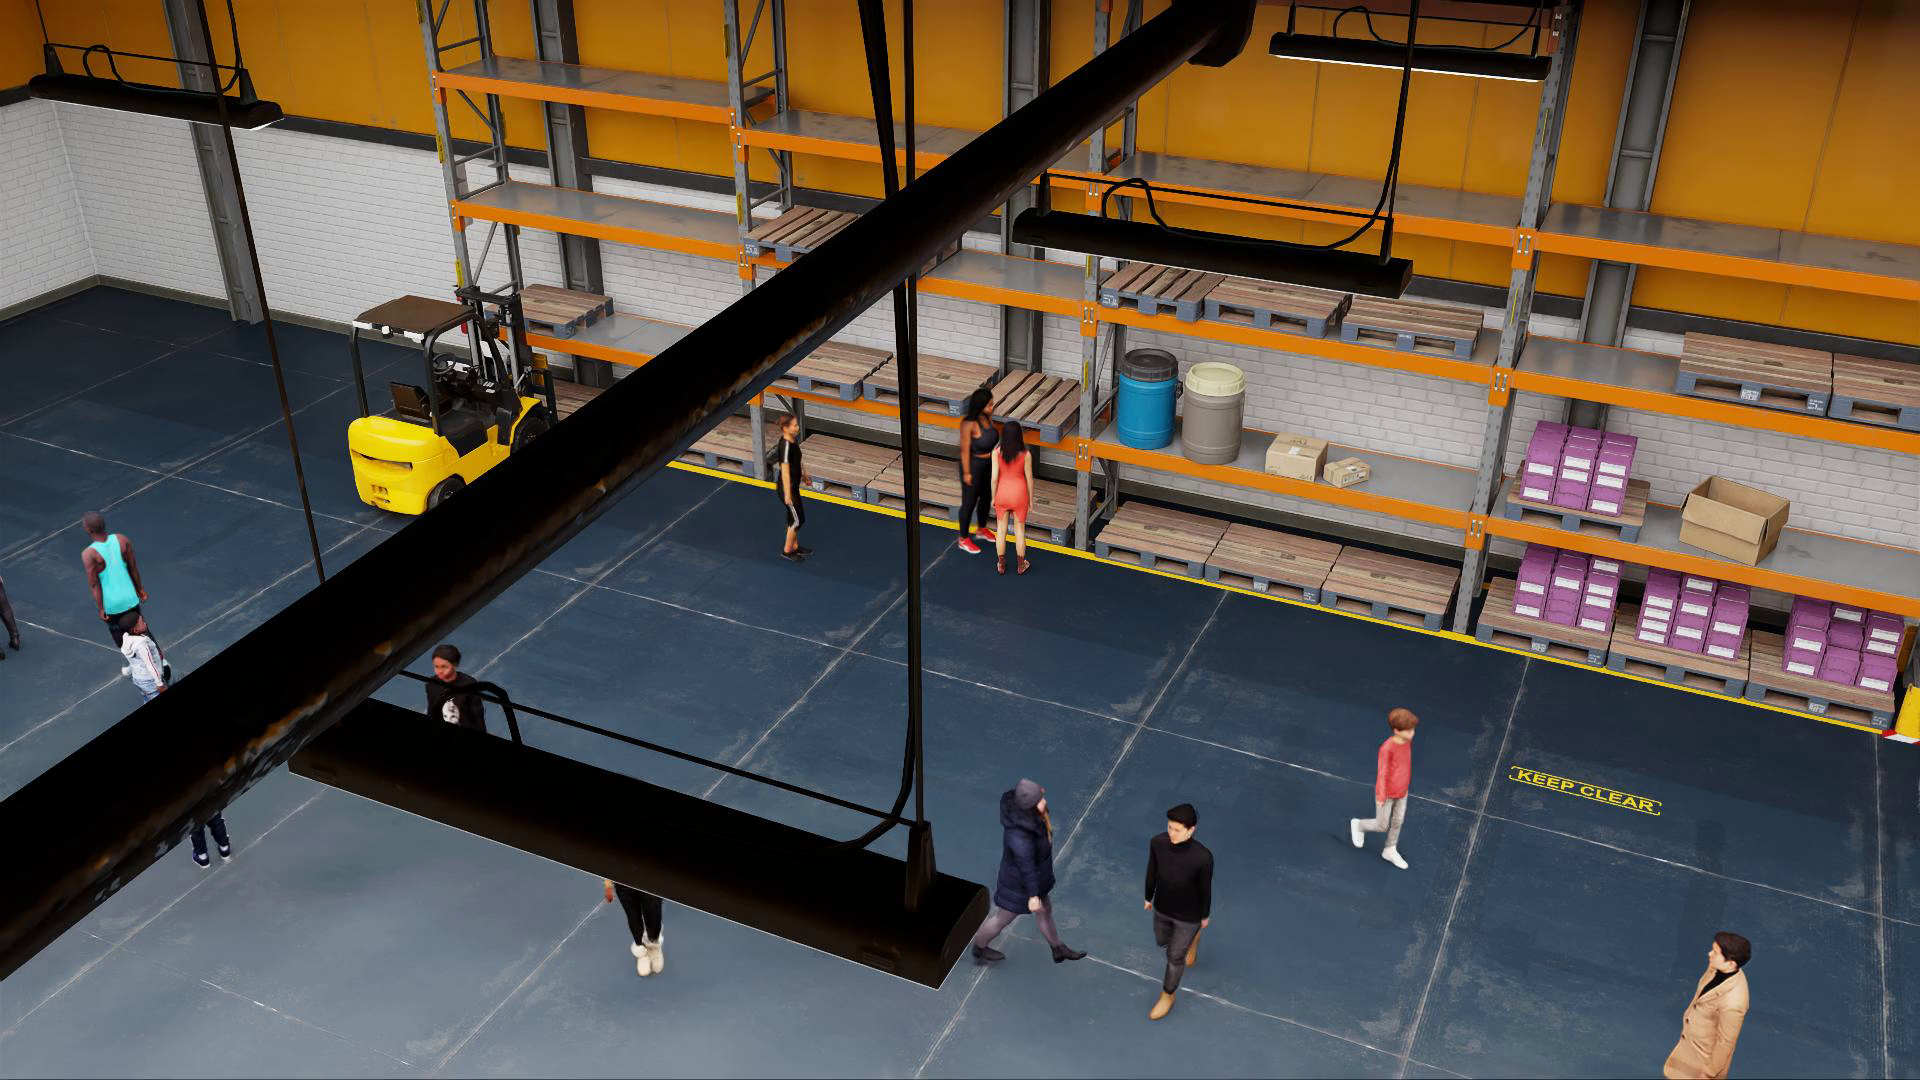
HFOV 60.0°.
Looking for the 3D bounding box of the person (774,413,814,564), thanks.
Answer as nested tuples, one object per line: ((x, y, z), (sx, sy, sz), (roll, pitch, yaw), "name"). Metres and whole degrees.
((-1.830, -0.562, 17.352), (0.712, 1.660, 0.698), (0, 29, 0), "person")

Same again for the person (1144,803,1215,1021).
((1.566, 2.520, 11.660), (0.993, 1.701, 0.864), (22, 35, 34), "person")

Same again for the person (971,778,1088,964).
((0.374, 2.426, 11.907), (1.177, 1.629, 0.904), (3, 29, 5), "person")

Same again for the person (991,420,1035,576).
((0.526, -0.433, 17.056), (0.543, 1.719, 0.704), (4, 29, 7), "person")

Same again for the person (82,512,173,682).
((-7.600, 0.583, 15.121), (1.029, 1.787, 0.740), (18, 34, 30), "person")

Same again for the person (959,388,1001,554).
((0.190, -0.769, 17.572), (0.712, 1.813, 0.739), (22, 36, 35), "person")

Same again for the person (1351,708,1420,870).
((3.347, 1.920, 13.063), (0.715, 1.411, 0.836), (-20, 34, -32), "person")

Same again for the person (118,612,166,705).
((-7.127, 1.179, 14.577), (0.500, 1.261, 0.592), (23, 36, 35), "person")

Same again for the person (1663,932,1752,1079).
((4.712, 3.160, 10.460), (0.704, 1.727, 0.717), (5, 29, 9), "person")

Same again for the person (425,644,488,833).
((-4.052, 1.543, 13.488), (0.867, 1.665, 0.844), (1, 29, 1), "person")
